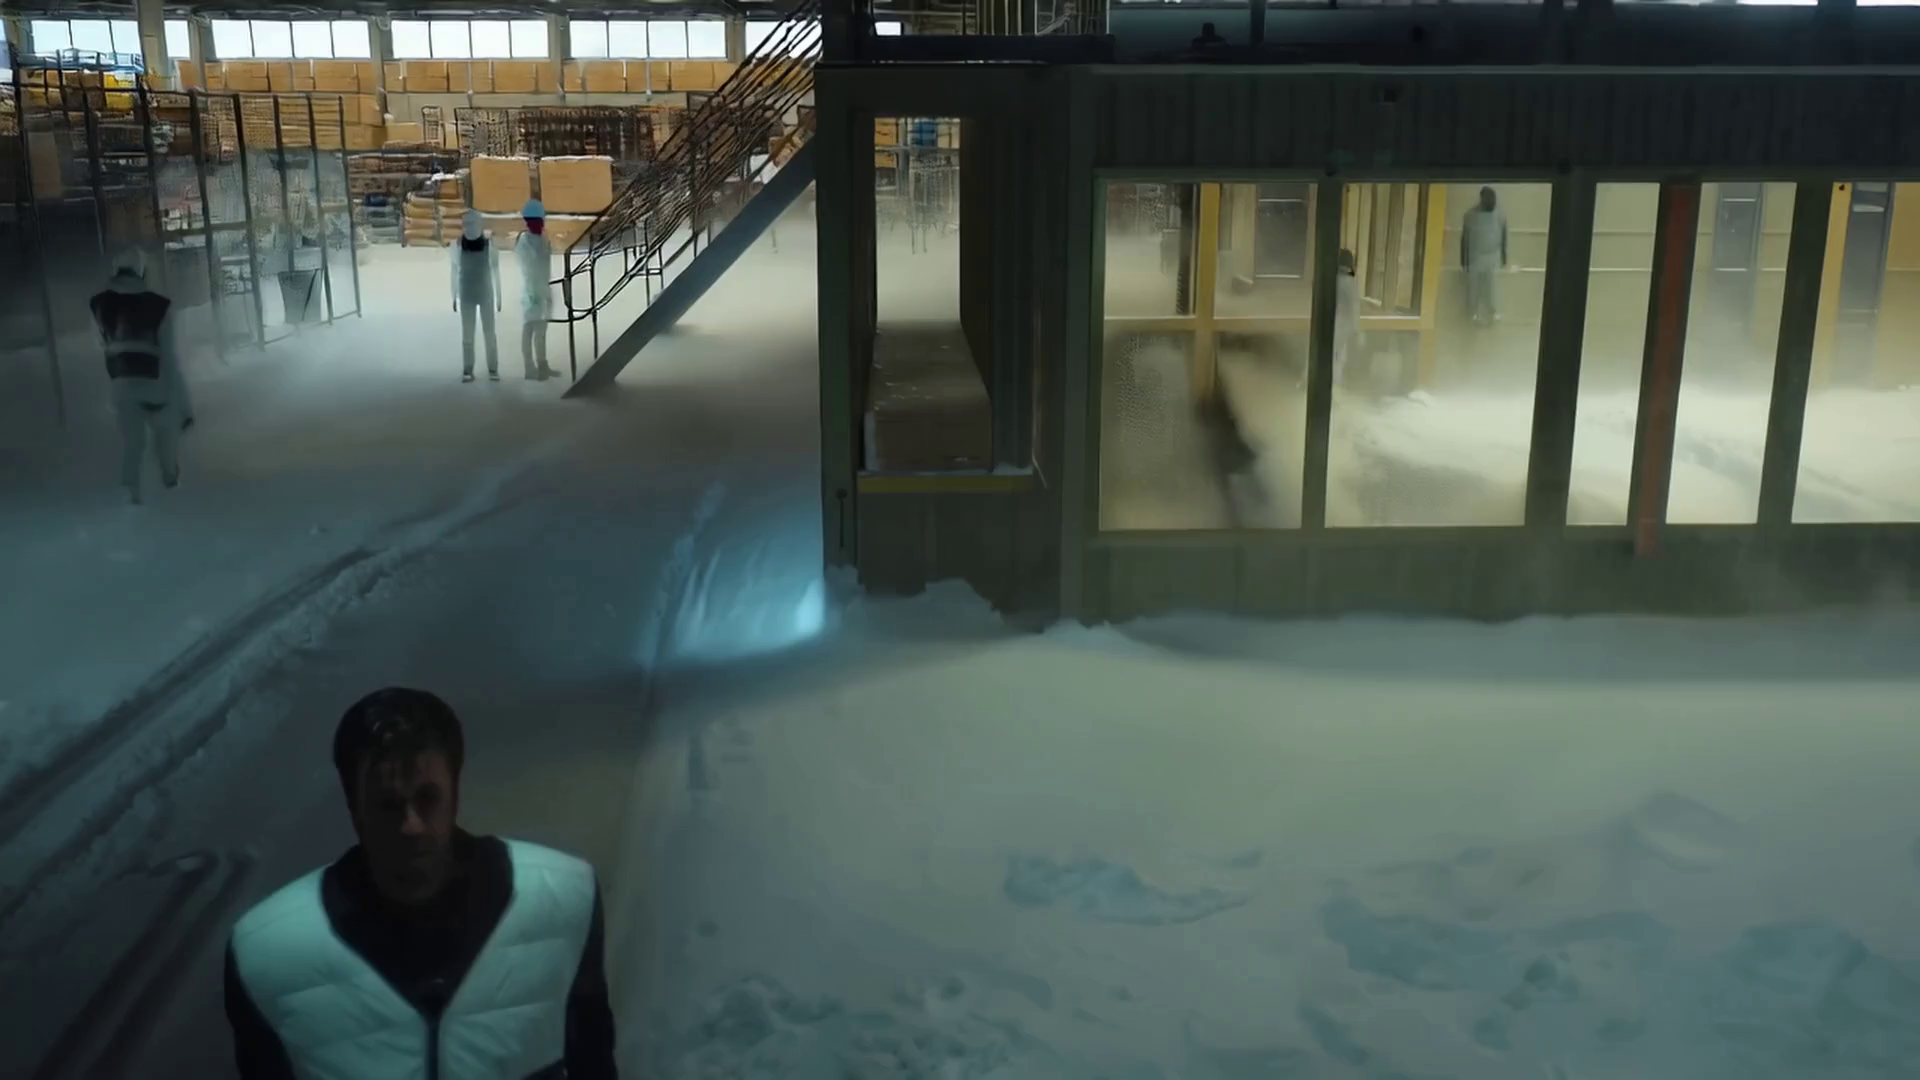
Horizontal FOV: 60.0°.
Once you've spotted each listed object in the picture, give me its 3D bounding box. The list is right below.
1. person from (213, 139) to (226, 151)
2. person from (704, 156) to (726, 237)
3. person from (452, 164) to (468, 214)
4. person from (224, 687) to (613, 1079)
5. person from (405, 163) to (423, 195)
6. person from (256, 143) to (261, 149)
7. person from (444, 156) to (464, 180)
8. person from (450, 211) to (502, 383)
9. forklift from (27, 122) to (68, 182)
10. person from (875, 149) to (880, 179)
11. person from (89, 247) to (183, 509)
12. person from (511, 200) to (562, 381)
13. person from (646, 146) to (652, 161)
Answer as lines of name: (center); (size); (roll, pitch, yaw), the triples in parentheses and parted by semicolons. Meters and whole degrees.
person: (-37.699, -19.423, 84.781); (0.611, 1.980, 0.654); (-8, 16, -28)
person: (-6.018, -8.328, 40.450); (0.806, 1.964, 0.622); (4, 14, 14)
person: (-12.258, -8.341, 40.903); (0.930, 1.783, 0.600); (-5, 15, -20)
person: (-0.858, 1.137, 2.769); (0.584, 1.911, 0.392); (-6, 15, -22)
person: (-16.441, -10.563, 50.165); (0.524, 1.580, 0.868); (-3, 14, -10)
person: (-38.192, -20.743, 90.613); (0.912, 1.708, 0.556); (6, 15, 24)
person: (-13.236, -9.087, 43.606); (0.610, 1.919, 0.563); (-9, 17, -33)
person: (-5.191, -2.608, 17.873); (0.509, 1.836, 0.345); (-3, 14, -13)
forklift: (-35.376, -14.773, 64.377); (1.129, 2.768, 1.873); (-1, 14, -2)
person: (-3.686, -16.001, 71.050); (0.659, 2.019, 0.613); (-9, 17, -31)
person: (-5.994, -1.185, 12.141); (0.587, 1.873, 1.019); (-4, 14, -14)
person: (-4.597, -2.716, 18.100); (0.359, 1.939, 0.542); (5, 15, 21)
person: (-13.961, -16.797, 74.745); (0.328, 1.760, 0.523); (-3, 14, -10)
